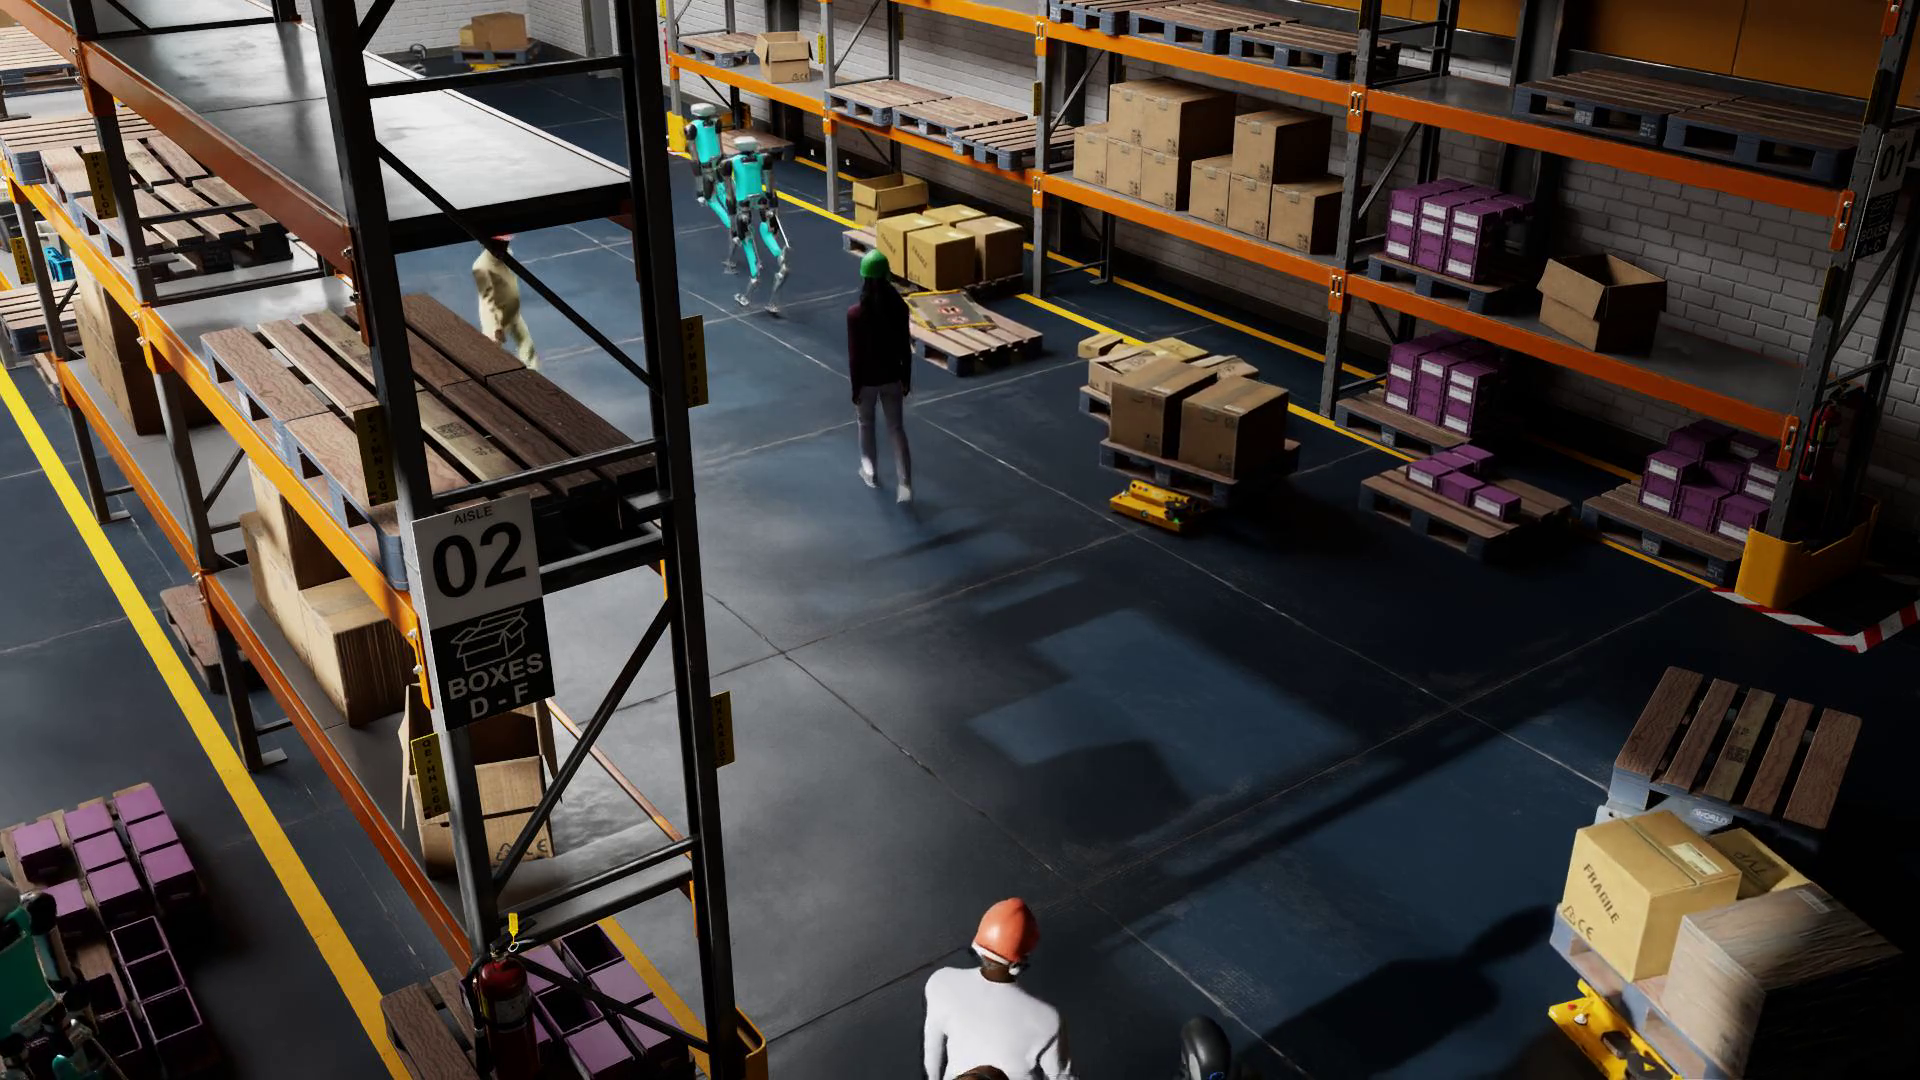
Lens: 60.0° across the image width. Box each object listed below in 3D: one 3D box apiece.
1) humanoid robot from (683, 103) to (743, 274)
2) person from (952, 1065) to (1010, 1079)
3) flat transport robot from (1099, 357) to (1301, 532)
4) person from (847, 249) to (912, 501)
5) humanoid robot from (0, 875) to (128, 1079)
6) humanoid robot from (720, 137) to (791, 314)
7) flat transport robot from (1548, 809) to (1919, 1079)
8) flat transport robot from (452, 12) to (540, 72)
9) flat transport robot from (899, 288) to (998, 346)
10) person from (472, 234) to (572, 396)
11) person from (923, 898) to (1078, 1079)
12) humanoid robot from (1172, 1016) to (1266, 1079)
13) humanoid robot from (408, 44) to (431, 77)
[{"bbox_3d":[-2.485,-3.731,17.800,0.831,1.796,0.551,14,30,26],"label":"humanoid robot"},{"bbox_3d":[-0.049,2.435,5.451,0.671,1.802,0.532,-6,27,-13],"label":"person"},{"bbox_3d":[1.839,-0.458,12.899,0.659,0.231,1.431,21,33,35],"label":"flat transport robot"},{"bbox_3d":[-0.586,-1.223,12.587,0.501,1.924,0.813,-8,28,-15],"label":"person"},{"bbox_3d":[-3.229,2.100,6.229,0.916,1.801,0.532,10,29,20],"label":"humanoid robot"},{"bbox_3d":[-1.974,-3.040,16.414,0.553,1.761,0.898,-14,30,-25],"label":"humanoid robot"},{"bbox_3d":[3.517,2.185,7.642,1.431,0.231,0.659,-9,28,-17],"label":"flat transport robot"},{"bbox_3d":[-7.709,-7.967,27.835,0.659,0.231,1.431,0,27,1],"label":"flat transport robot"},{"bbox_3d":[-0.126,-2.173,16.310,0.659,0.231,1.431,-8,28,-15],"label":"flat transport robot"},{"bbox_3d":[-3.814,-1.909,14.166,0.855,1.708,0.595,9,28,17],"label":"person"},{"bbox_3d":[0.210,2.038,6.304,0.584,1.729,0.683,16,31,29],"label":"person"},{"bbox_3d":[0.811,2.287,5.929,0.603,1.653,0.671,-11,29,-21],"label":"humanoid robot"},{"bbox_3d":[-7.025,-5.620,21.655,0.767,1.635,0.612,-15,30,-27],"label":"humanoid robot"}]
